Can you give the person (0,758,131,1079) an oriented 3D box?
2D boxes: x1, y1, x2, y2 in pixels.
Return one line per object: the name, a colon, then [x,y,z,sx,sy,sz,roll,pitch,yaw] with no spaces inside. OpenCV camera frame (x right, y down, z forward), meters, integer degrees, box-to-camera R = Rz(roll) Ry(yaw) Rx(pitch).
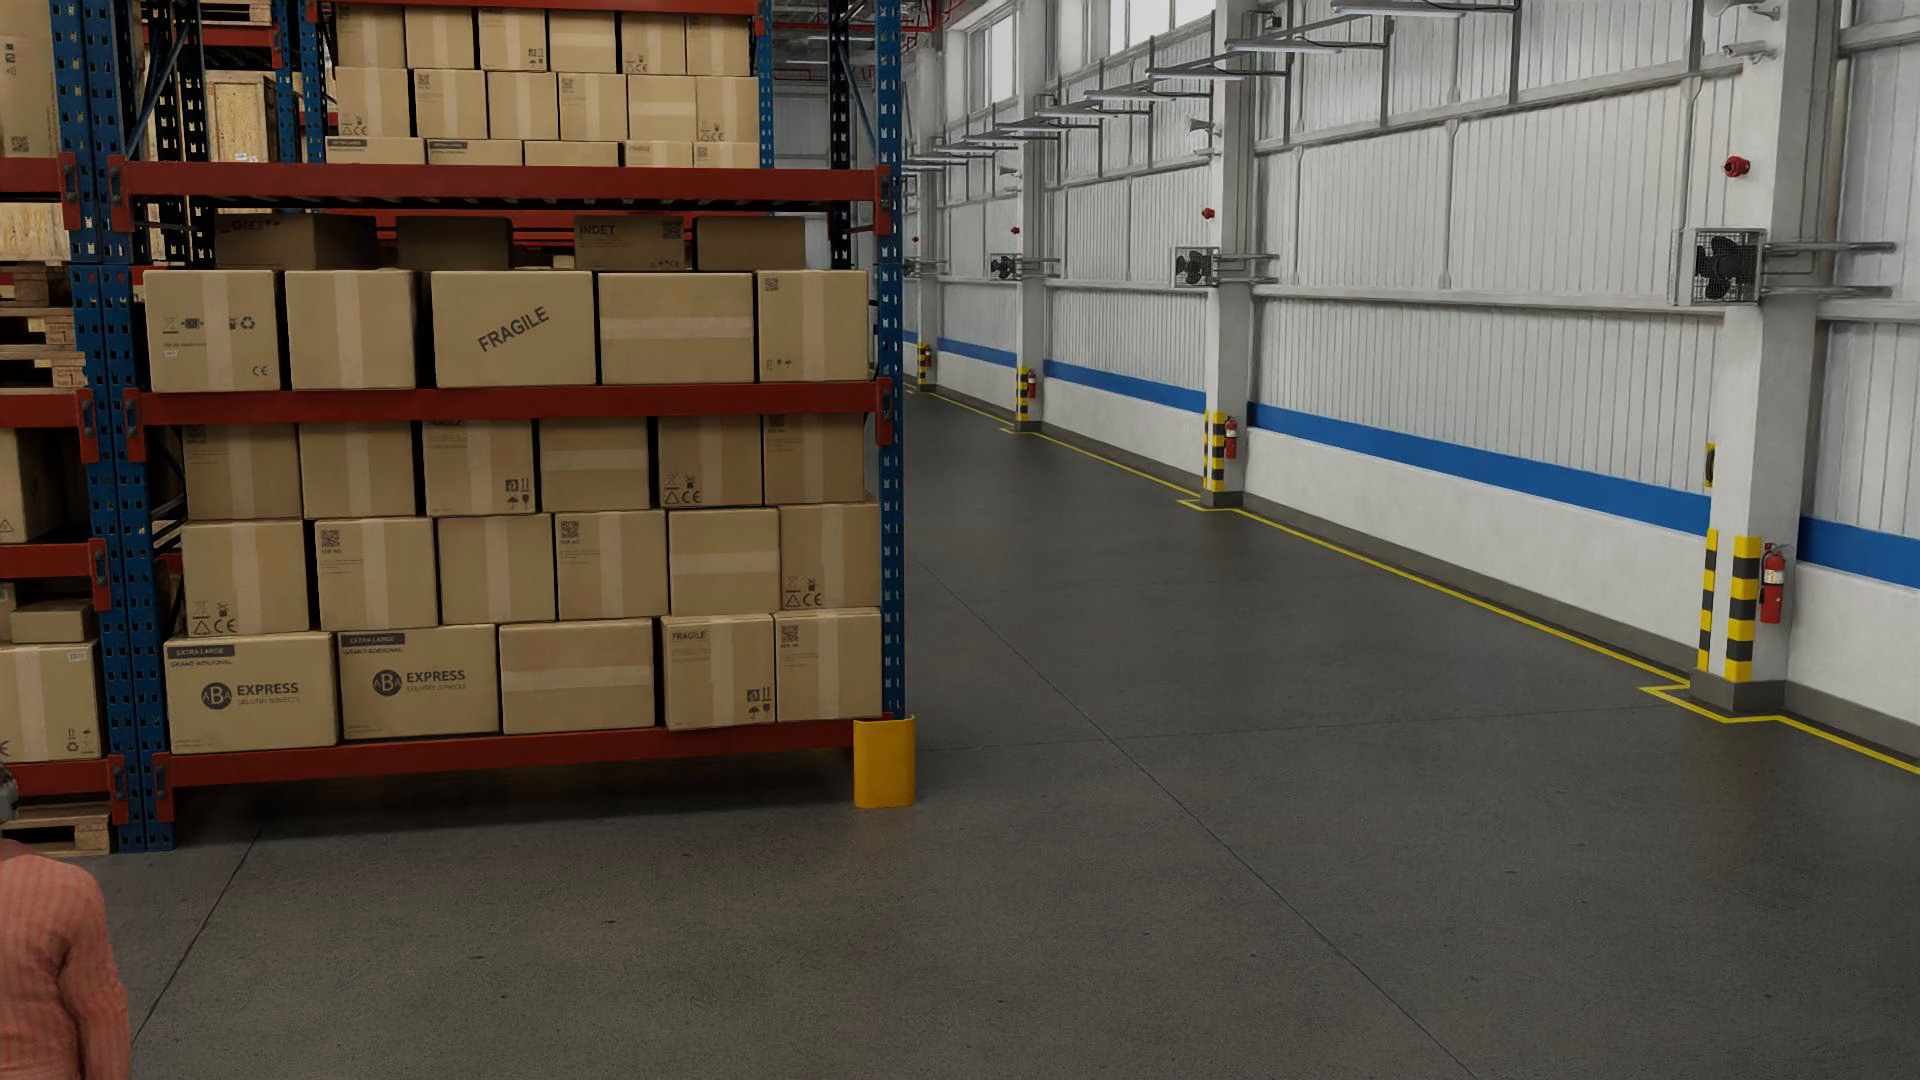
person: [-2.395,1.410,4.151,0.644,1.913,0.408,-2,10,-12]
